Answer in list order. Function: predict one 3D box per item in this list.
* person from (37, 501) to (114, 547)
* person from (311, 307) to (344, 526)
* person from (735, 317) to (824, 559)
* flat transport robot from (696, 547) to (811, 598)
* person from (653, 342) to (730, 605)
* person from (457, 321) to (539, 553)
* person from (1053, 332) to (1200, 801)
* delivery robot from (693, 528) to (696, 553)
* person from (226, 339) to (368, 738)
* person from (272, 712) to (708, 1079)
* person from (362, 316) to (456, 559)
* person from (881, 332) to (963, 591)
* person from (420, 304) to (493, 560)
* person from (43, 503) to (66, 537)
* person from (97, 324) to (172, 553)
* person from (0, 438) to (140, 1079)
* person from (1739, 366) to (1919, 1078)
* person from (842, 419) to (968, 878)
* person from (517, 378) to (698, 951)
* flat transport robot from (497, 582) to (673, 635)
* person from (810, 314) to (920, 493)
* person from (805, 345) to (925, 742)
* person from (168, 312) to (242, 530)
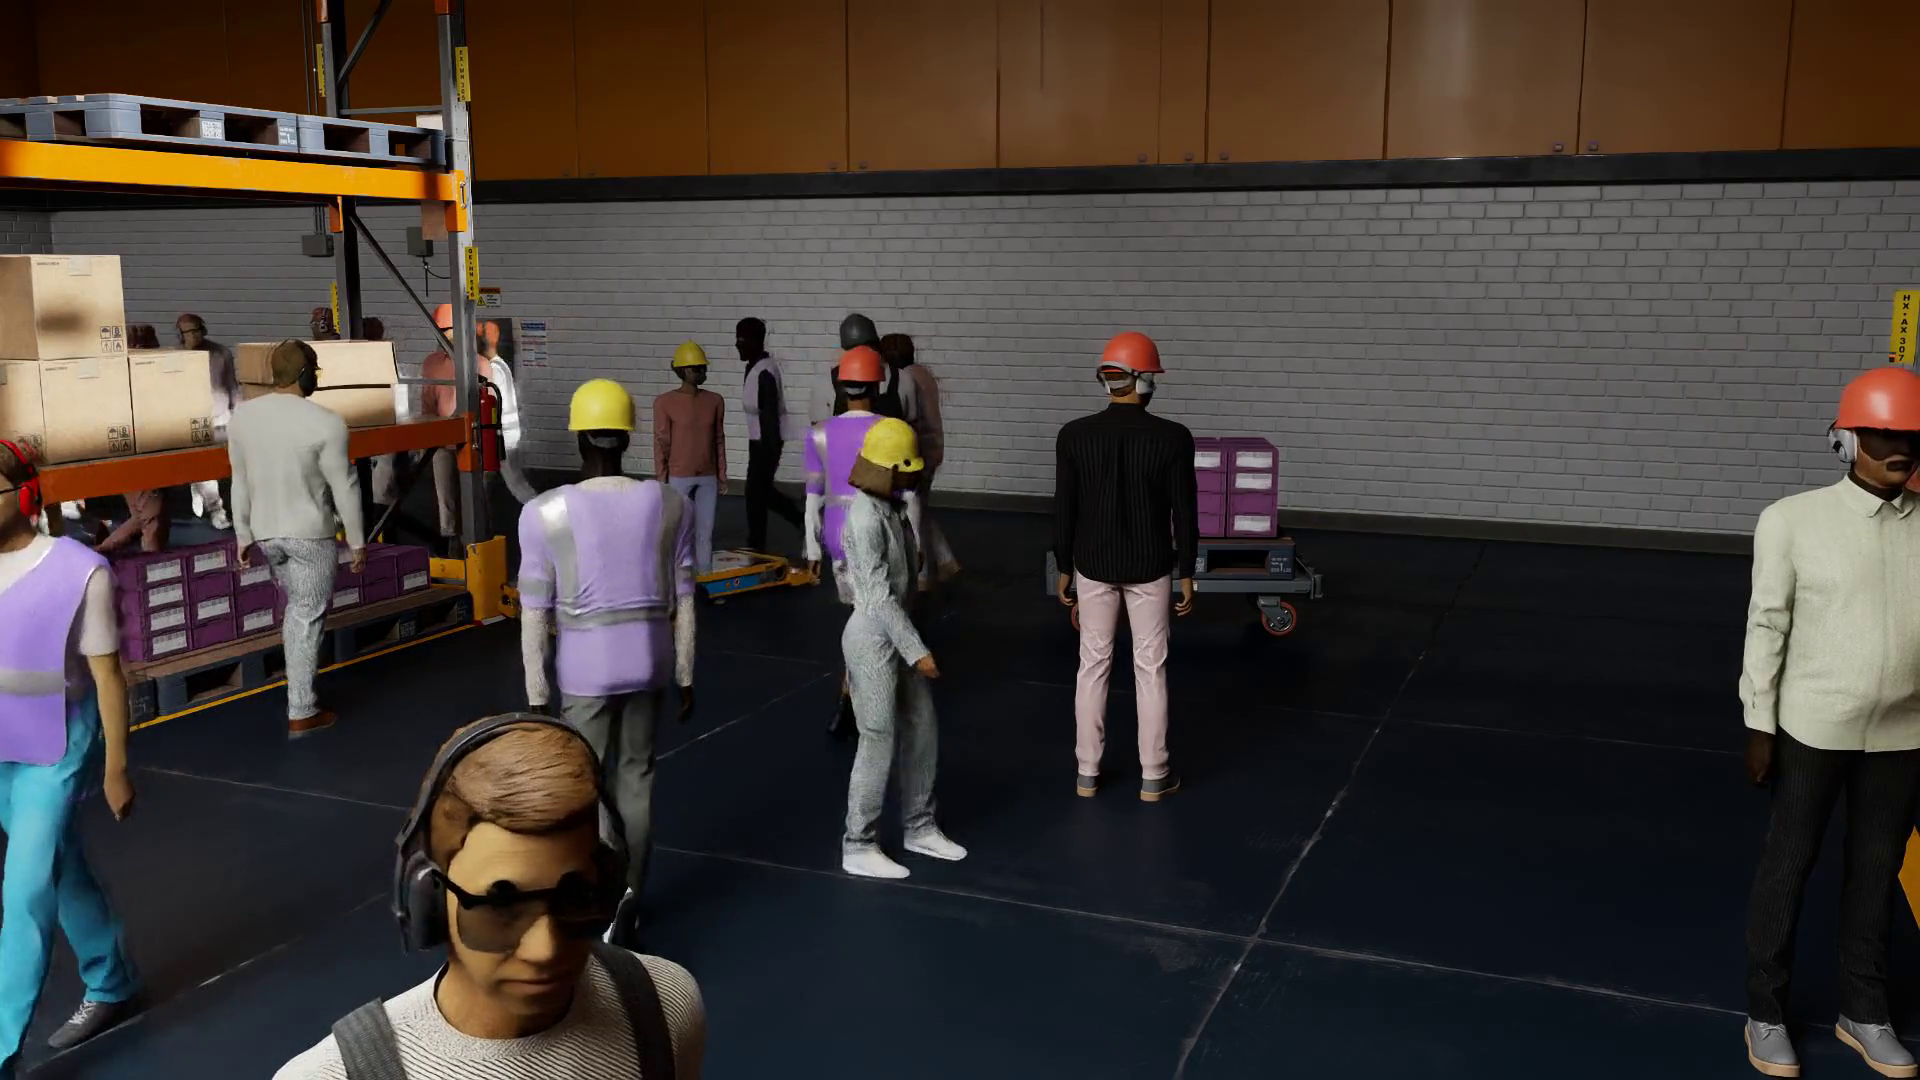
[{"bbox_3d":[-6.618,-0.684,12.193,0.657,1.910,0.728,7,11,35],"label":"person"},{"bbox_3d":[-5.492,-1.072,14.542,0.401,1.910,0.641,-2,10,-10],"label":"person"},{"bbox_3d":[-1.414,-0.741,12.584,0.714,1.888,0.615,-2,10,-13],"label":"person"},{"bbox_3d":[-1.753,0.255,11.446,0.652,0.197,1.431,8,12,41],"label":"flat transport robot"},{"bbox_3d":[-1.773,-0.424,11.035,0.533,1.770,0.304,-7,12,-36],"label":"person"},{"bbox_3d":[-3.583,-0.797,13.106,0.956,1.849,0.581,-3,10,-18],"label":"person"},{"bbox_3d":[0.704,0.119,7.064,0.622,1.992,0.375,3,10,16],"label":"person"},{"bbox_3d":[-2.233,-0.026,12.009,0.707,0.478,0.477,2,10,14],"label":"delivery robot"},{"bbox_3d":[-3.174,-0.018,8.117,0.651,1.916,0.600,3,10,17],"label":"person"},{"bbox_3d":[-0.459,1.070,1.753,0.324,1.842,0.516,9,13,43],"label":"person"},{"bbox_3d":[-3.870,-0.585,11.522,0.697,1.932,0.656,-7,12,-35],"label":"person"},{"bbox_3d":[-0.328,-0.532,11.576,0.486,1.816,0.661,3,10,18],"label":"person"},{"bbox_3d":[-3.680,-0.721,12.153,0.608,1.995,0.377,3,10,19],"label":"person"},{"bbox_3d":[-6.509,-0.612,11.658,0.542,1.939,0.362,-4,10,-22],"label":"person"},{"bbox_3d":[-5.495,-0.477,11.001,0.591,1.892,0.652,-8,13,-41],"label":"person"},{"bbox_3d":[-2.634,0.627,4.541,0.599,1.799,0.922,3,10,16],"label":"person"},{"bbox_3d":[2.497,0.515,4.654,0.612,1.997,0.375,0,9,1],"label":"person"},{"bbox_3d":[-0.221,0.411,6.136,0.461,1.717,0.526,3,10,16],"label":"person"},{"bbox_3d":[-1.127,0.430,5.441,0.592,1.909,0.658,-4,10,-25],"label":"person"},{"bbox_3d":[-2.328,0.431,10.378,0.652,0.197,1.431,-6,11,-34],"label":"flat transport robot"},{"bbox_3d":[-0.587,-0.460,10.432,0.688,2.000,1.035,-1,9,-6],"label":"person"},{"bbox_3d":[-0.490,0.009,8.087,0.558,1.899,0.962,3,10,17],"label":"person"},{"bbox_3d":[-6.597,-1.041,14.445,0.757,1.878,0.657,8,12,41],"label":"person"}]
